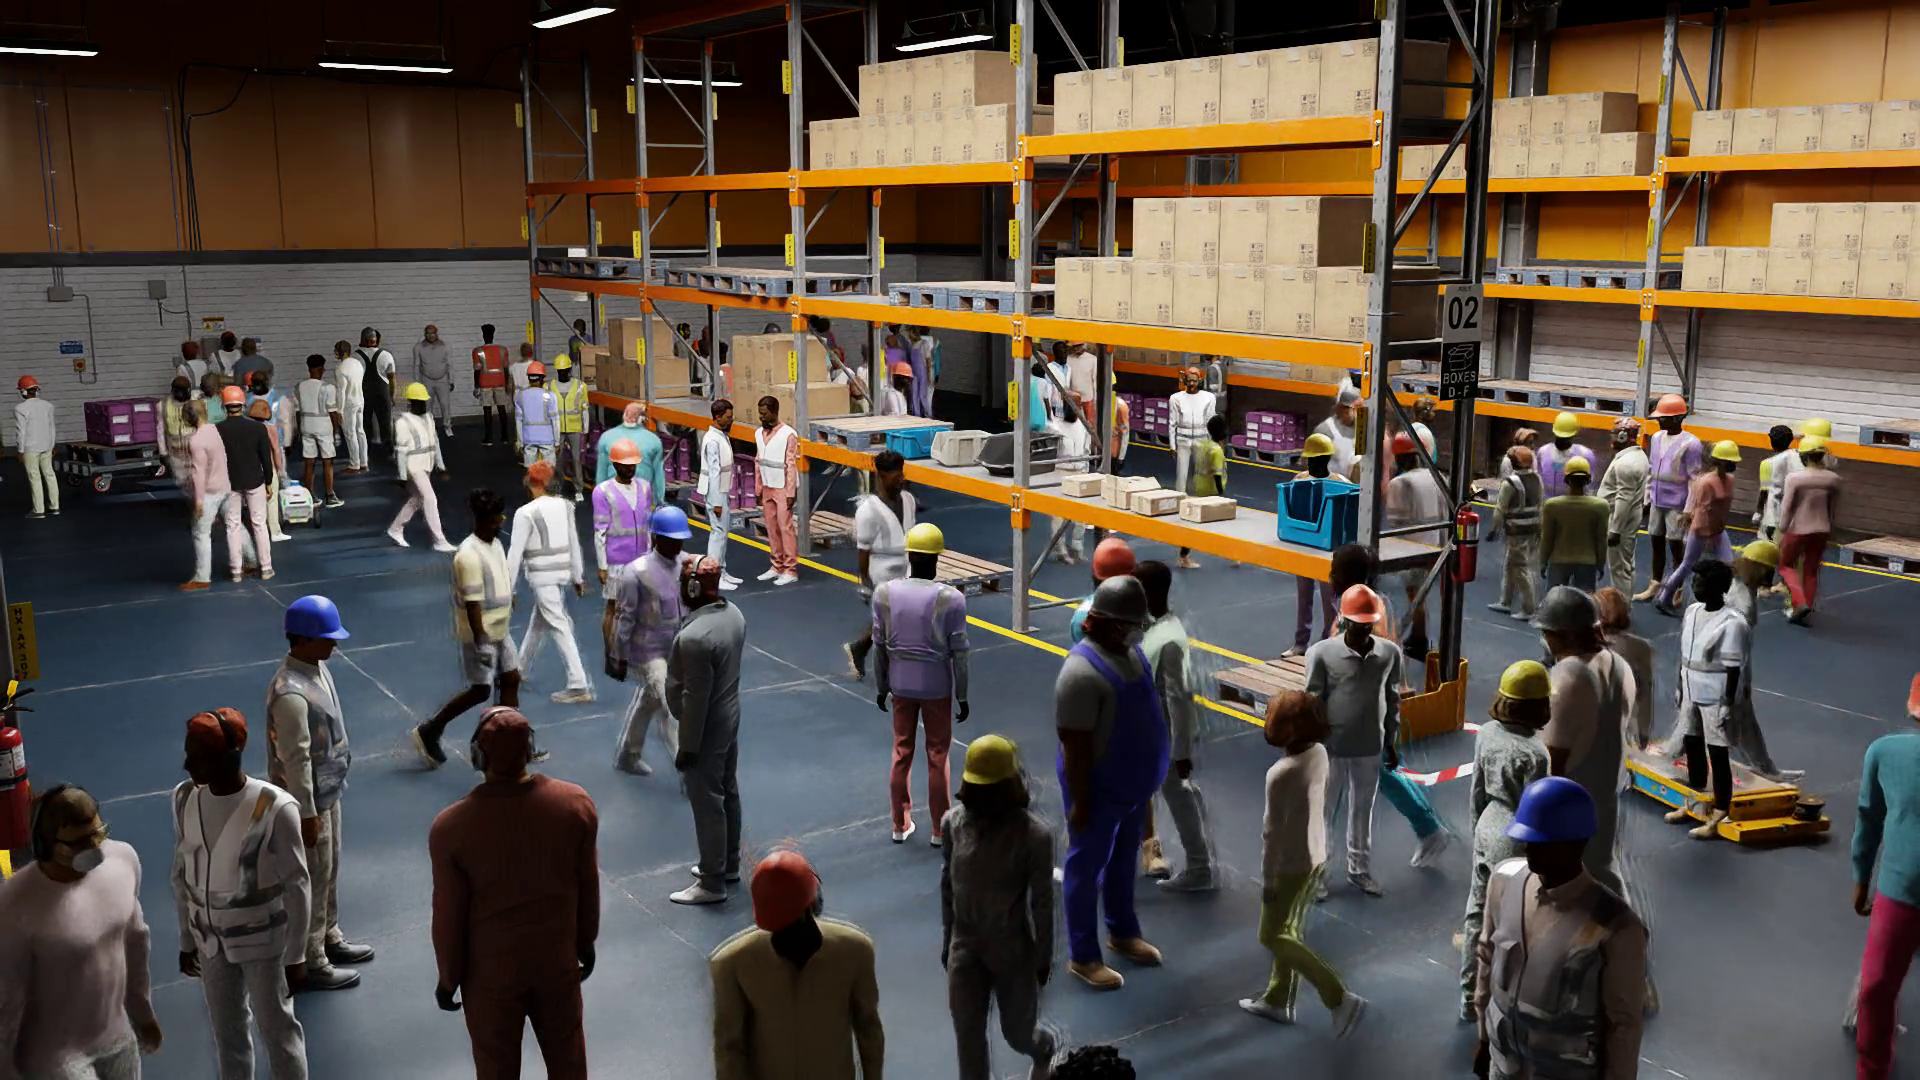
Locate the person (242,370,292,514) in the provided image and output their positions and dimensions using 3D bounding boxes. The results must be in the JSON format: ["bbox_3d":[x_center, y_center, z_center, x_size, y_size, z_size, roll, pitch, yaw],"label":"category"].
[{"bbox_3d":[-8.589,-1.212,20.659,0.633,1.823,0.822,-1,11,-6],"label":"person"}]

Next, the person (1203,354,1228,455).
[{"bbox_3d":[3.487,-1.793,23.021,0.393,2.041,0.613,5,12,23],"label":"person"}]

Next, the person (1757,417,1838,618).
[{"bbox_3d":[7.710,-0.224,15.384,0.608,1.894,0.719,1,11,3],"label":"person"}]

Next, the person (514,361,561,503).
[{"bbox_3d":[-5.155,-1.221,20.383,0.543,1.932,0.365,1,11,3],"label":"person"}]

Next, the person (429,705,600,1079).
[{"bbox_3d":[-1.670,1.551,6.265,0.638,1.908,0.409,-7,13,-34],"label":"person"}]

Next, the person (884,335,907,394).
[{"bbox_3d":[-1.184,-2.791,29.210,0.541,1.609,0.671,0,11,-2],"label":"person"}]

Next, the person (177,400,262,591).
[{"bbox_3d":[-7.494,-0.463,16.660,0.564,1.888,0.801,1,11,3],"label":"person"}]

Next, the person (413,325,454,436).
[{"bbox_3d":[-8.805,-2.659,27.853,0.655,1.897,0.398,-4,12,-19],"label":"person"}]

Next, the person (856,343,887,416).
[{"bbox_3d":[-1.236,-1.940,24.277,0.577,1.861,0.738,-10,15,-41],"label":"person"}]

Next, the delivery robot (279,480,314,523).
[{"bbox_3d":[-7.914,-0.467,19.815,0.477,0.478,0.707,-5,12,-24],"label":"delivery robot"}]

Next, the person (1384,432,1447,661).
[{"bbox_3d":[3.777,0.050,13.940,0.567,1.901,0.629,-6,13,-28],"label":"person"}]

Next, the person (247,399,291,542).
[{"bbox_3d":[-7.933,-0.795,18.964,0.508,1.632,0.265,3,11,16],"label":"person"}]

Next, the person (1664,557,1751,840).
[{"bbox_3d":[4.489,0.935,9.979,0.319,1.686,0.541,-2,11,-11],"label":"person"}]

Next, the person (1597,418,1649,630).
[{"bbox_3d":[5.924,-0.148,14.958,0.403,1.906,0.651,6,13,30],"label":"person"}]

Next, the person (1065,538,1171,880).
[{"bbox_3d":[0.894,0.929,9.282,0.675,1.969,0.892,-8,14,-36],"label":"person"}]

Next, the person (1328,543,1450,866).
[{"bbox_3d":[2.305,0.943,9.432,0.916,1.891,0.586,6,13,30],"label":"person"}]

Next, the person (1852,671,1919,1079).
[{"bbox_3d":[3.856,1.445,6.625,0.636,1.965,0.673,9,14,40],"label":"person"}]

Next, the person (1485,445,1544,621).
[{"bbox_3d":[5.087,-0.071,15.306,0.521,1.607,0.685,-9,14,-38],"label":"person"}]

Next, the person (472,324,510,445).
[{"bbox_3d":[-7.577,-2.511,26.892,0.604,1.966,0.367,-8,14,-35],"label":"person"}]

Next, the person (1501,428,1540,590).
[{"bbox_3d":[5.555,-0.302,16.473,0.509,1.625,0.367,-5,12,-25],"label":"person"}]

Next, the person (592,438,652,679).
[{"bbox_3d":[-2.677,0.140,13.404,0.374,1.935,0.552,10,15,41],"label":"person"}]

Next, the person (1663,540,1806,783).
[{"bbox_3d":[4.956,0.814,10.619,0.929,1.668,0.538,4,12,18],"label":"person"}]

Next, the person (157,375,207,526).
[{"bbox_3d":[-9.295,-1.095,20.046,0.646,1.814,0.699,-1,11,-7],"label":"person"}]

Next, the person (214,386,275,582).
[{"bbox_3d":[-7.290,-0.569,16.877,0.608,1.997,0.374,-5,12,-25],"label":"person"}]

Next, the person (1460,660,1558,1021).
[{"bbox_3d":[2.494,1.389,7.505,0.312,1.744,0.487,-3,12,-17],"label":"person"}]

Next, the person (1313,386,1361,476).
[{"bbox_3d":[3.874,-0.601,16.926,0.693,2.000,0.808,-2,11,-12],"label":"person"}]

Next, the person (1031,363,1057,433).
[{"bbox_3d":[1.097,-1.591,22.882,0.536,1.694,0.322,-5,12,-26],"label":"person"}]

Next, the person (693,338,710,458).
[{"bbox_3d":[-3.918,-2.178,25.532,0.344,1.839,0.505,1,11,5],"label":"person"}]

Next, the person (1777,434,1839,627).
[{"bbox_3d":[7.624,-0.075,14.987,0.546,1.751,0.396,-1,11,-4],"label":"person"}]

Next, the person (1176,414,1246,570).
[{"bbox_3d":[2.680,-0.487,17.317,0.880,1.645,0.551,1,11,5],"label":"person"}]

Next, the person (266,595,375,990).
[{"bbox_3d":[-3.088,1.206,7.969,0.420,1.932,0.621,-2,11,-11],"label":"person"}]

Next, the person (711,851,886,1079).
[{"bbox_3d":[-0.506,1.823,5.394,0.571,1.692,0.917,-2,11,-11],"label":"person"}]

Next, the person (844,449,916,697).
[{"bbox_3d":[-0.604,0.242,12.858,0.785,1.946,0.613,8,14,35],"label":"person"}]

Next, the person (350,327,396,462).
[{"bbox_3d":[-8.889,-2.205,25.137,0.688,2.000,0.536,-5,12,-23],"label":"person"}]

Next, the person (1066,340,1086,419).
[{"bbox_3d":[1.858,-2.408,26.749,0.405,1.822,0.593,-8,14,-35],"label":"person"}]

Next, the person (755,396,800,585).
[{"bbox_3d":[-1.852,-0.511,16.828,0.597,1.907,0.405,11,15,44],"label":"person"}]

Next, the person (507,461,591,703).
[{"bbox_3d":[-3.253,0.319,12.789,1.006,1.817,0.708,5,12,24],"label":"person"}]

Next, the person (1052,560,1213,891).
[{"bbox_3d":[0.928,1.029,8.990,1.001,1.874,0.608,0,11,0],"label":"person"}]

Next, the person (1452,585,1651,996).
[{"bbox_3d":[2.914,1.151,7.963,0.683,2.000,0.969,-6,13,-29],"label":"person"}]

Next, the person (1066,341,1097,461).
[{"bbox_3d":[1.818,-2.139,24.964,0.612,1.983,0.431,6,13,29],"label":"person"}]

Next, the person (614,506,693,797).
[{"bbox_3d":[-1.926,0.688,10.758,1.065,1.883,0.602,8,14,35],"label":"person"}]

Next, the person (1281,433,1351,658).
[{"bbox_3d":[2.953,0.073,13.769,0.594,1.925,0.378,11,15,44],"label":"person"}]

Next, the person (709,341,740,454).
[{"bbox_3d":[-3.300,-1.800,23.258,0.363,1.962,0.612,6,13,28],"label":"person"}]

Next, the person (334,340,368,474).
[{"bbox_3d":[-8.767,-1.904,23.900,0.368,1.932,0.623,2,11,10],"label":"person"}]

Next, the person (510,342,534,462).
[{"bbox_3d":[-6.512,-2.060,24.967,0.577,1.822,0.761,6,13,29],"label":"person"}]

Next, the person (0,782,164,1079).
[{"bbox_3d":[-3.055,1.691,5.566,0.690,1.909,0.648,2,11,12],"label":"person"}]
